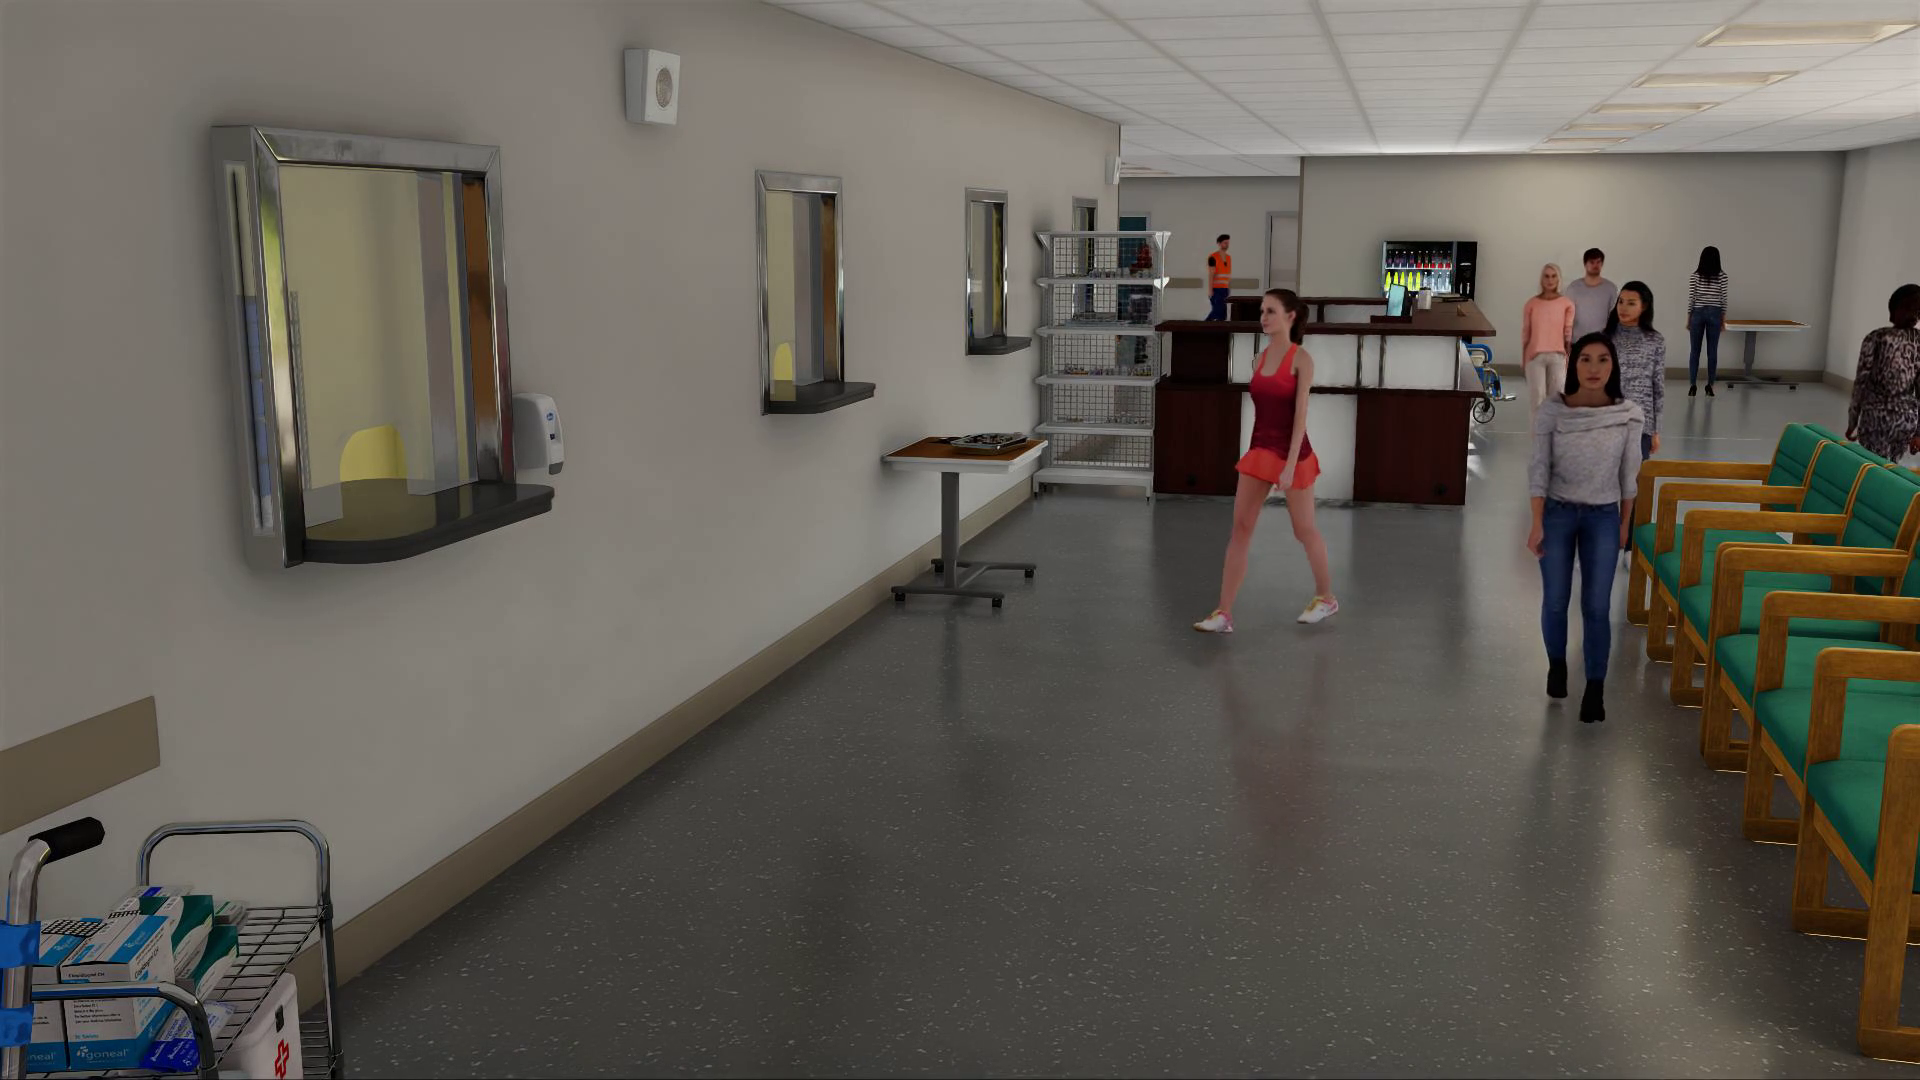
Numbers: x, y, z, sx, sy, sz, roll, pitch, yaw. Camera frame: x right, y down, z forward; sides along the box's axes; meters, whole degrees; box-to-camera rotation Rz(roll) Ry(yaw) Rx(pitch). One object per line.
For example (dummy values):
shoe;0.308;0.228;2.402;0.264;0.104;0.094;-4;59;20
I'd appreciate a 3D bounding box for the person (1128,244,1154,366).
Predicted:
person;2.650;-3.448;24.467;0.862;1.758;0.868;8;14;38

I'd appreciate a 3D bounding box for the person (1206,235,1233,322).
person;4.452;-4.372;29.037;0.930;1.869;1.002;-8;13;-36

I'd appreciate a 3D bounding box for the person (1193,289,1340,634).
person;1.672;-0.363;8.347;1.039;1.705;1.124;-9;14;-40

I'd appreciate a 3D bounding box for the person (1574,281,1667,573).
person;3.963;-0.680;9.950;0.467;1.731;0.673;3;11;17

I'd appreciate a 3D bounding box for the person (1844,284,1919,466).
person;5.517;-0.633;9.842;1.107;1.679;0.766;1;11;5

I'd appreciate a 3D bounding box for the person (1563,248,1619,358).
person;5.945;-1.826;15.828;1.162;1.791;0.844;1;11;8

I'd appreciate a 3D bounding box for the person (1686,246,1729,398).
person;8.947;-2.620;19.956;0.497;1.796;0.687;6;12;27

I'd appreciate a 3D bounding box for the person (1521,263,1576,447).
person;5.254;-1.616;14.928;0.759;1.715;0.678;4;11;19

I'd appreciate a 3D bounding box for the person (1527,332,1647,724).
person;2.605;-0.058;7.053;0.905;1.589;0.661;3;11;16
